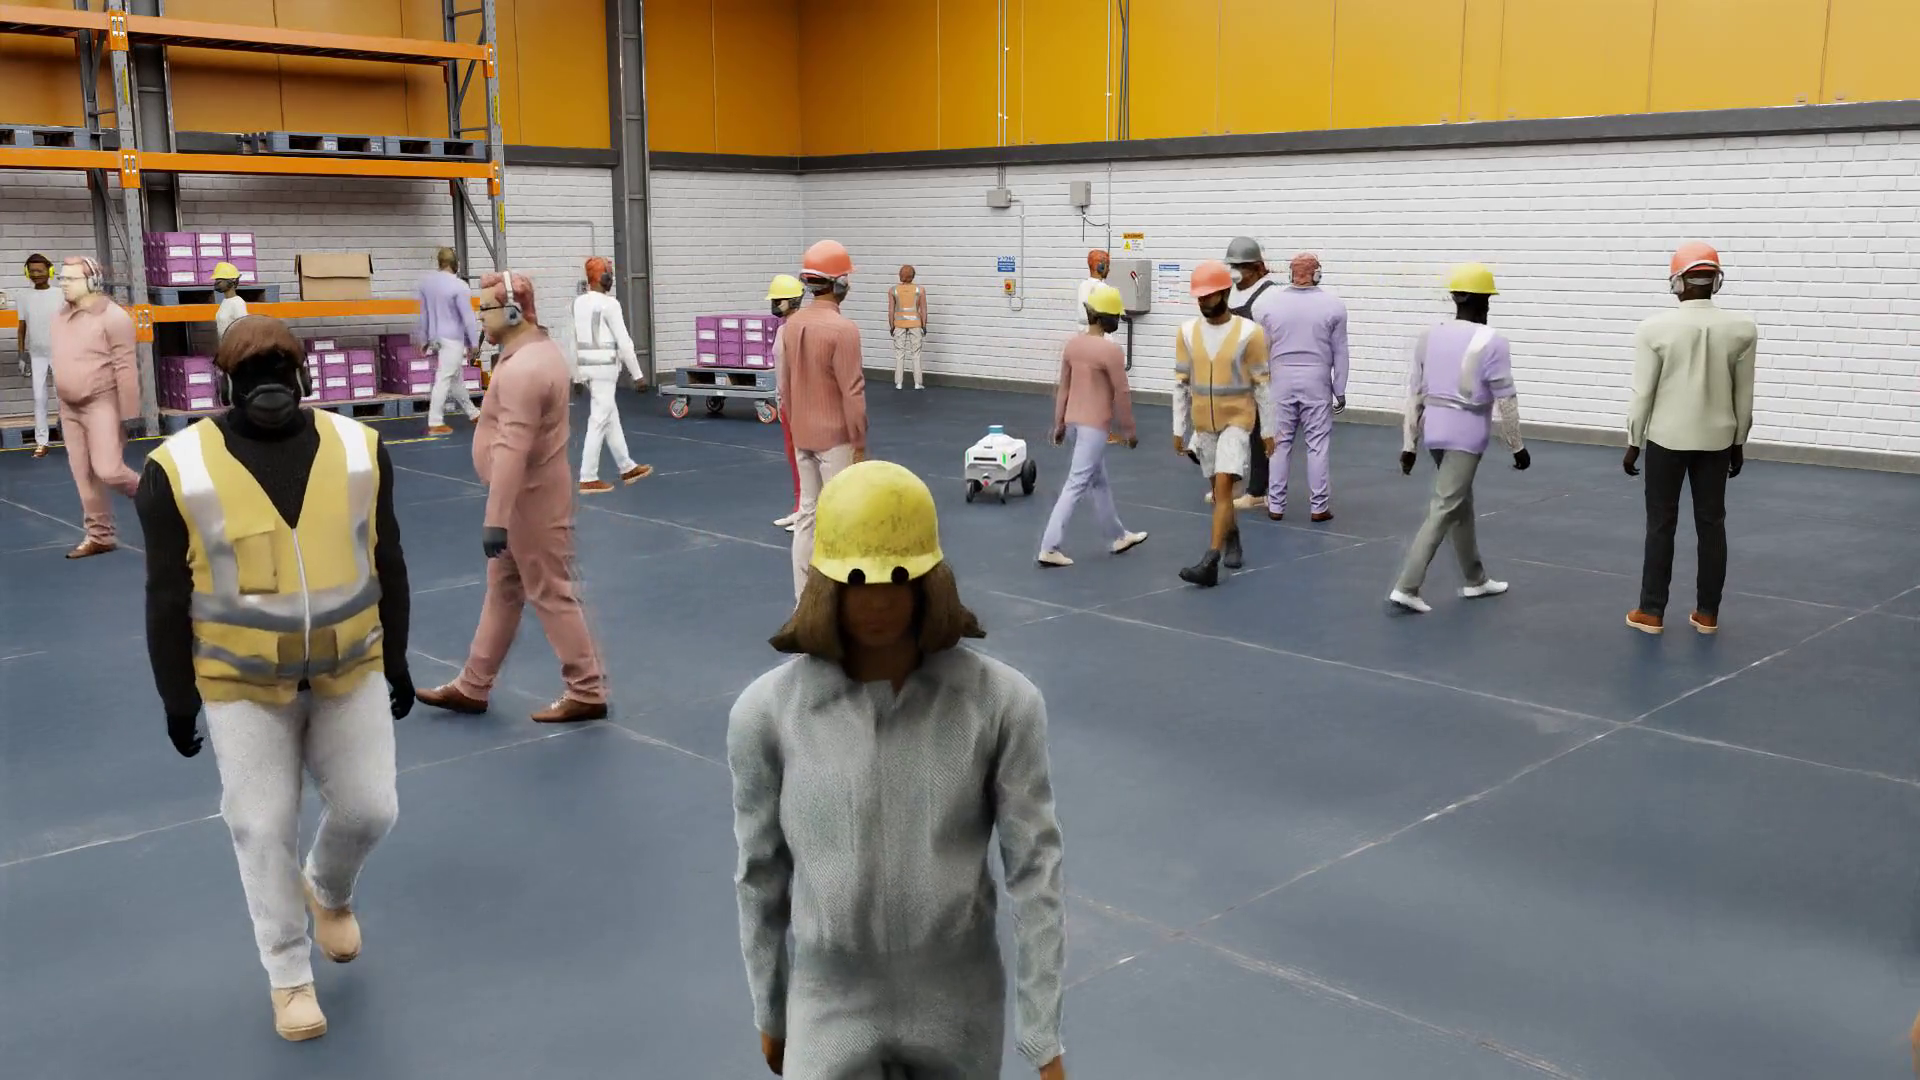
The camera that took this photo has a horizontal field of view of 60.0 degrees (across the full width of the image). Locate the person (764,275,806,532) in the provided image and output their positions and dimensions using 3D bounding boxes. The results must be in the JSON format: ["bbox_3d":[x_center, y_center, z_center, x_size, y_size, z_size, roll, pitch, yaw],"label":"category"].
[{"bbox_3d":[-1.154,-0.934,11.417,0.355,1.755,0.518,-5,12,-27],"label":"person"}]

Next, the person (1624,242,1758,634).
[{"bbox_3d":[3.688,-0.505,8.446,0.609,1.986,0.390,1,10,4],"label":"person"}]

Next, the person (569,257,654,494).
[{"bbox_3d":[-2.734,-1.306,13.202,0.831,1.851,0.585,-10,14,-42],"label":"person"}]

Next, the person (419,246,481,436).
[{"bbox_3d":[-5.135,-2.038,17.035,0.657,1.895,0.986,7,13,34],"label":"person"}]

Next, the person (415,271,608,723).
[{"bbox_3d":[-1.869,-0.154,6.833,0.818,1.868,0.672,-2,11,-10],"label":"person"}]

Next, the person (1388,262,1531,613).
[{"bbox_3d":[2.675,-0.547,8.990,0.973,1.889,0.595,-5,12,-27],"label":"person"}]

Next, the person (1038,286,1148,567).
[{"bbox_3d":[0.833,-0.698,10.252,0.933,1.706,0.531,-7,12,-32],"label":"person"}]

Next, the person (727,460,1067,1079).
[{"bbox_3d":[-0.095,0.728,2.514,0.498,1.696,0.889,-1,10,-5],"label":"person"}]

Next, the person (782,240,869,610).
[{"bbox_3d":[-0.645,-0.507,8.458,0.419,1.994,0.626,-8,13,-38],"label":"person"}]

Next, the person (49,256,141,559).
[{"bbox_3d":[-5.430,-0.845,10.543,0.641,1.898,0.584,5,11,24],"label":"person"}]

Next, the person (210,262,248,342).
[{"bbox_3d":[-6.895,-1.740,15.782,0.317,1.769,0.523,-8,13,-38],"label":"person"}]

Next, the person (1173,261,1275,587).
[{"bbox_3d":[1.564,-0.694,9.799,0.593,1.880,1.015,7,12,32],"label":"person"}]

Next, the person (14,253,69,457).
[{"bbox_3d":[-8.335,-1.678,15.205,0.505,1.860,0.320,-2,11,-12],"label":"person"}]

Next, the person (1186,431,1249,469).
[{"bbox_3d":[2.259,-1.401,14.311,0.485,1.633,0.523,-5,12,-27],"label":"person"}]

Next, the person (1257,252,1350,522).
[{"bbox_3d":[2.423,-1.078,11.796,0.651,1.904,0.403,3,11,17],"label":"person"}]

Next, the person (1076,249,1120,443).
[{"bbox_3d":[1.335,-1.882,16.239,0.355,1.884,0.575,-4,11,-23],"label":"person"}]

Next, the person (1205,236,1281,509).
[{"bbox_3d":[2.091,-1.230,12.253,0.557,2.000,0.683,-7,13,-34],"label":"person"}]

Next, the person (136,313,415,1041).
[{"bbox_3d":[-1.715,0.343,4.238,0.642,1.832,0.484,-7,13,-34],"label":"person"}]

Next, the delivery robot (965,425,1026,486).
[{"bbox_3d":[0.280,-0.641,12.839,0.477,0.478,0.707,3,11,15],"label":"delivery robot"}]

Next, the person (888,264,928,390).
[{"bbox_3d":[-0.681,-2.776,21.778,0.514,1.641,0.307,1,10,4],"label":"person"}]
